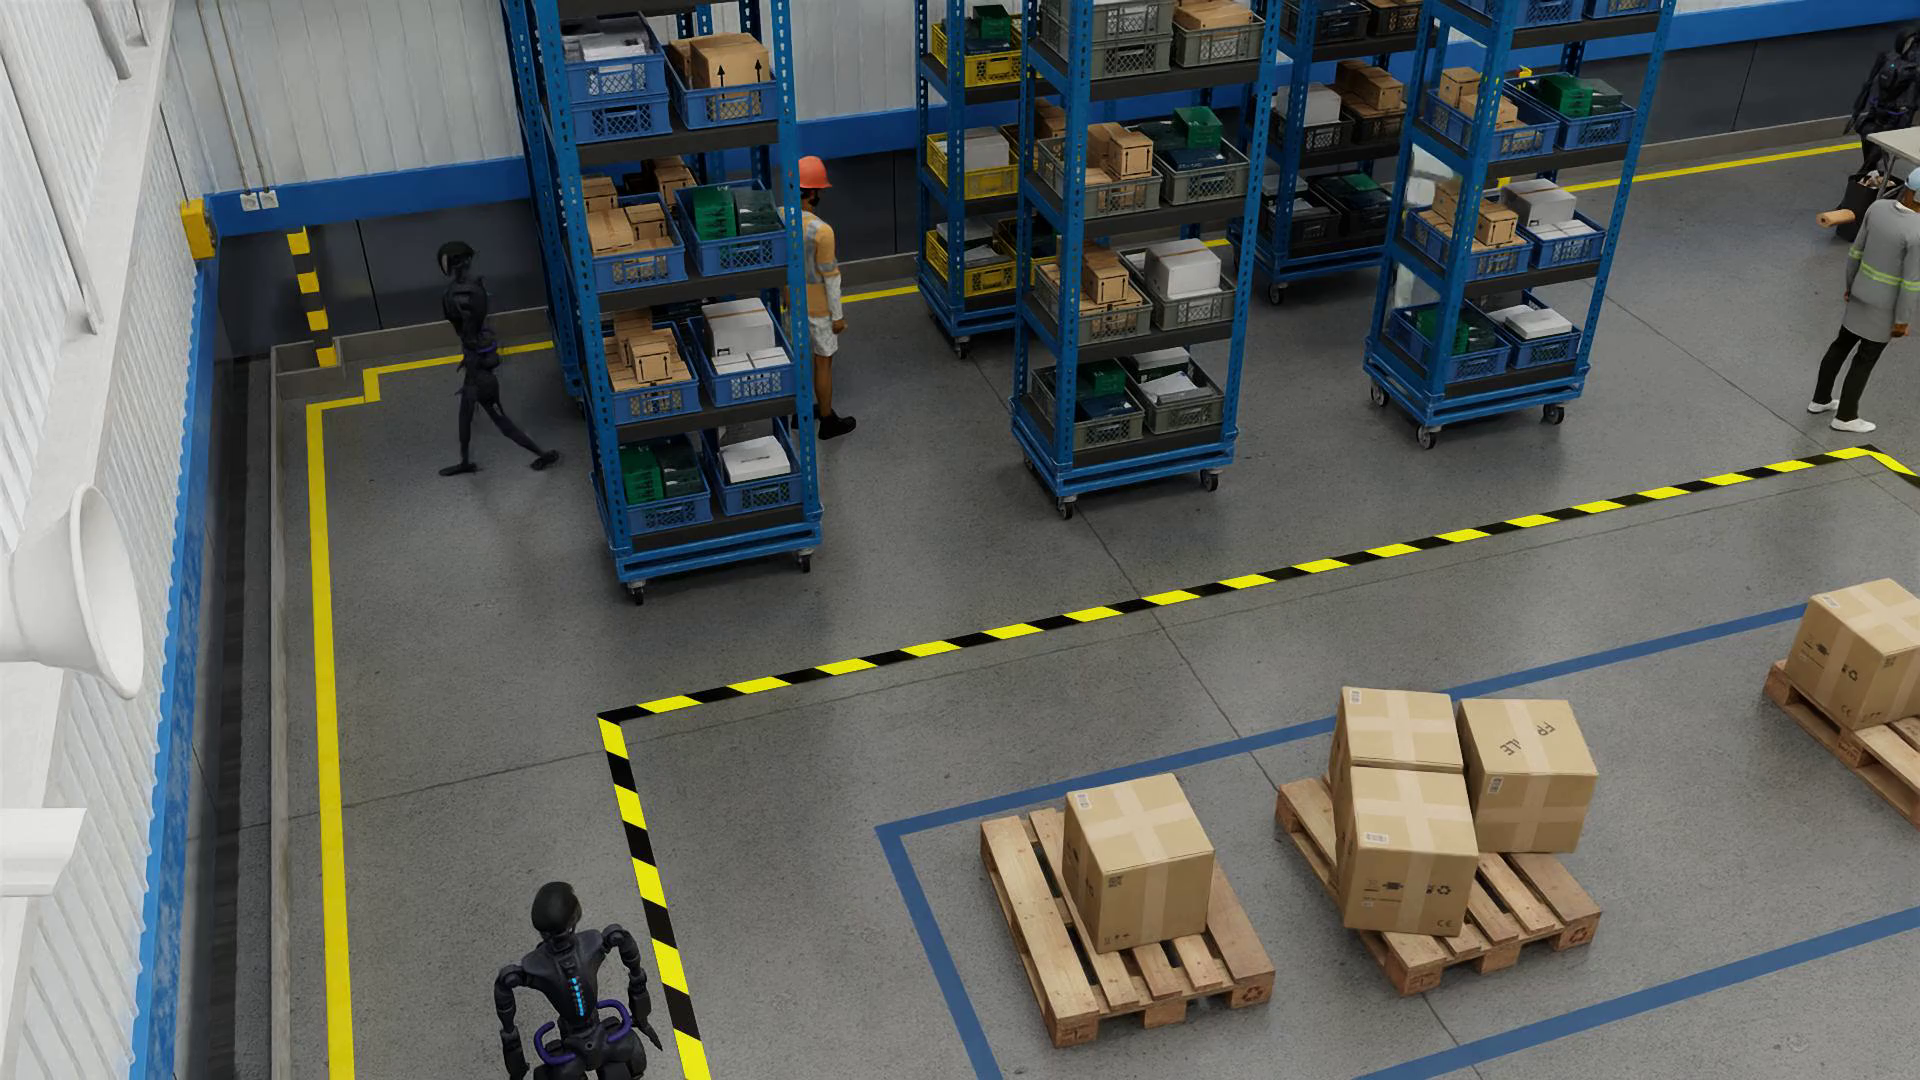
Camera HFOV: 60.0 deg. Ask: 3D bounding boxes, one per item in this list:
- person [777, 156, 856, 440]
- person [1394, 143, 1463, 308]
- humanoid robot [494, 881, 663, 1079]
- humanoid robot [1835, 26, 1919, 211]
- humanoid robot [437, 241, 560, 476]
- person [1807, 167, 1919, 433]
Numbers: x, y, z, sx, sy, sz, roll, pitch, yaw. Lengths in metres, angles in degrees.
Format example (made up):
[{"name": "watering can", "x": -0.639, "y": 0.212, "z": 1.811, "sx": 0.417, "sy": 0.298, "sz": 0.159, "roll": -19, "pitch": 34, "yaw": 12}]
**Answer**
[{"name": "person", "x": -0.961, "y": -1.562, "z": 10.832, "sx": 0.542, "sy": 1.928, "sz": 0.367, "roll": 25, "pitch": 42, "yaw": 31}, {"name": "person", "x": 3.583, "y": -2.505, "z": 12.294, "sx": 0.649, "sy": 1.773, "sz": 0.989, "roll": 26, "pitch": 43, "yaw": 32}, {"name": "humanoid robot", "x": -1.394, "y": 1.893, "z": 6.138, "sx": 0.599, "sy": 1.655, "sz": 0.315, "roll": -18, "pitch": 39, "yaw": -23}, {"name": "humanoid robot", "x": 7.658, "y": -3.457, "z": 13.782, "sx": 0.805, "sy": 1.626, "sz": 0.598, "roll": -12, "pitch": 37, "yaw": -16}, {"name": "humanoid robot", "x": -3.013, "y": -1.108, "z": 10.461, "sx": 0.773, "sy": 1.646, "sz": 0.609, "roll": -11, "pitch": 37, "yaw": -15}, {"name": "person", "x": 6.059, "y": -1.589, "z": 10.936, "sx": 0.393, "sy": 1.849, "sz": 0.593, "roll": -7, "pitch": 36, "yaw": -10}]
